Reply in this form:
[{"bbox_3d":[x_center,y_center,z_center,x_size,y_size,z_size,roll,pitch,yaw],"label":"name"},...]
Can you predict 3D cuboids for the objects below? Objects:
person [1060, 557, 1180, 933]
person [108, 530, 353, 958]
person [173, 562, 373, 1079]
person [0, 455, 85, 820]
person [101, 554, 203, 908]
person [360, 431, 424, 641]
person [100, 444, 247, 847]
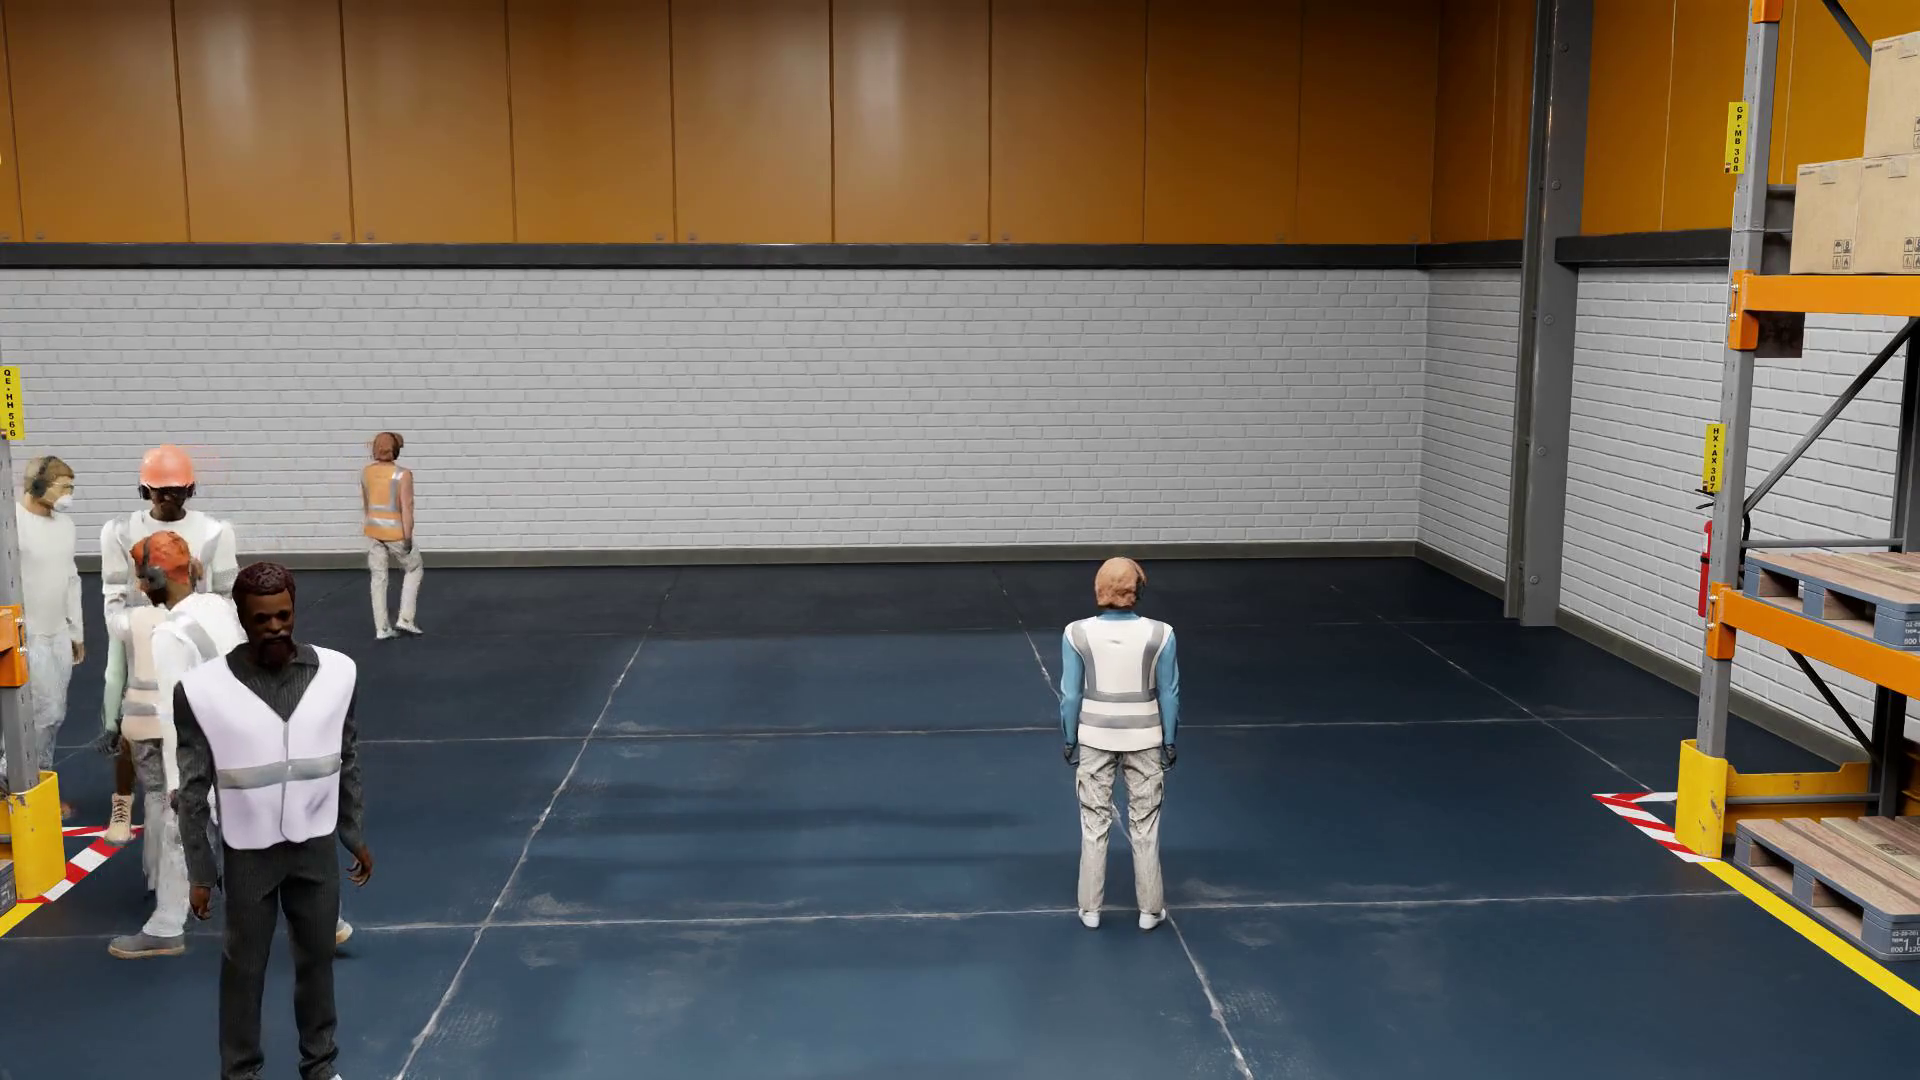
[{"bbox_3d":[0.687,0.884,7.166,0.514,1.639,0.310,1,9,9],"label":"person"},{"bbox_3d":[-3.010,0.850,6.820,0.999,1.830,0.650,-1,9,-6],"label":"person"},{"bbox_3d":[-2.258,1.011,5.496,0.597,1.916,0.371,-8,12,-41],"label":"person"},{"bbox_3d":[-4.771,0.521,8.624,0.422,1.907,0.680,1,9,4],"label":"person"},{"bbox_3d":[-3.518,0.849,7.450,0.527,1.616,0.550,0,9,0],"label":"person"},{"bbox_3d":[-4.425,-0.029,12.938,0.515,1.624,0.432,3,9,17],"label":"person"},{"bbox_3d":[-3.912,0.523,8.291,0.690,2.029,0.463,-5,10,-26],"label":"person"}]
